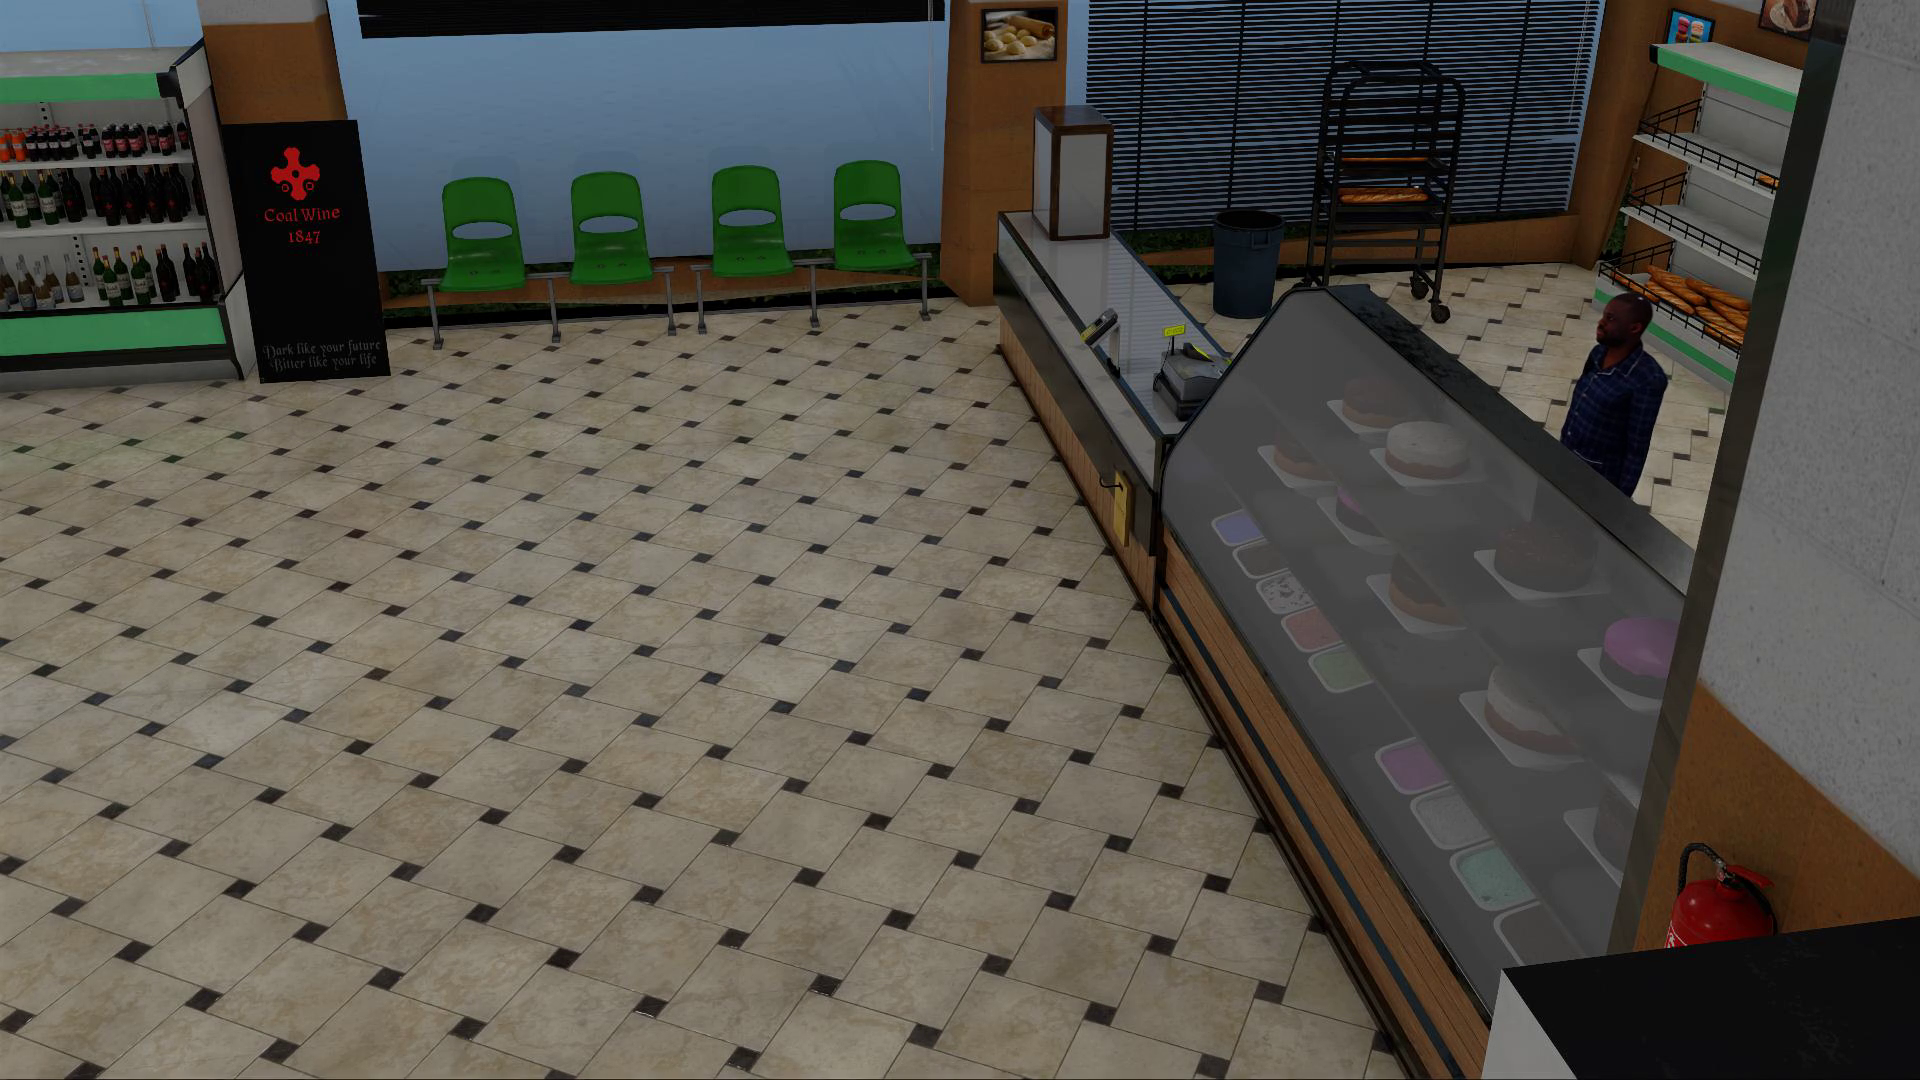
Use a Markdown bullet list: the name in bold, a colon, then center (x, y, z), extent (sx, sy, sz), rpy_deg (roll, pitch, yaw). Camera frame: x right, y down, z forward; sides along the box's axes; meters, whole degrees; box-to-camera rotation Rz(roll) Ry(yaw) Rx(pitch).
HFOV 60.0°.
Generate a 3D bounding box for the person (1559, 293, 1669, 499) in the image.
- **person**: center (2.935, -0.275, 7.670), extent (0.581, 1.824, 0.657), rpy_deg (-4, 27, -8)
